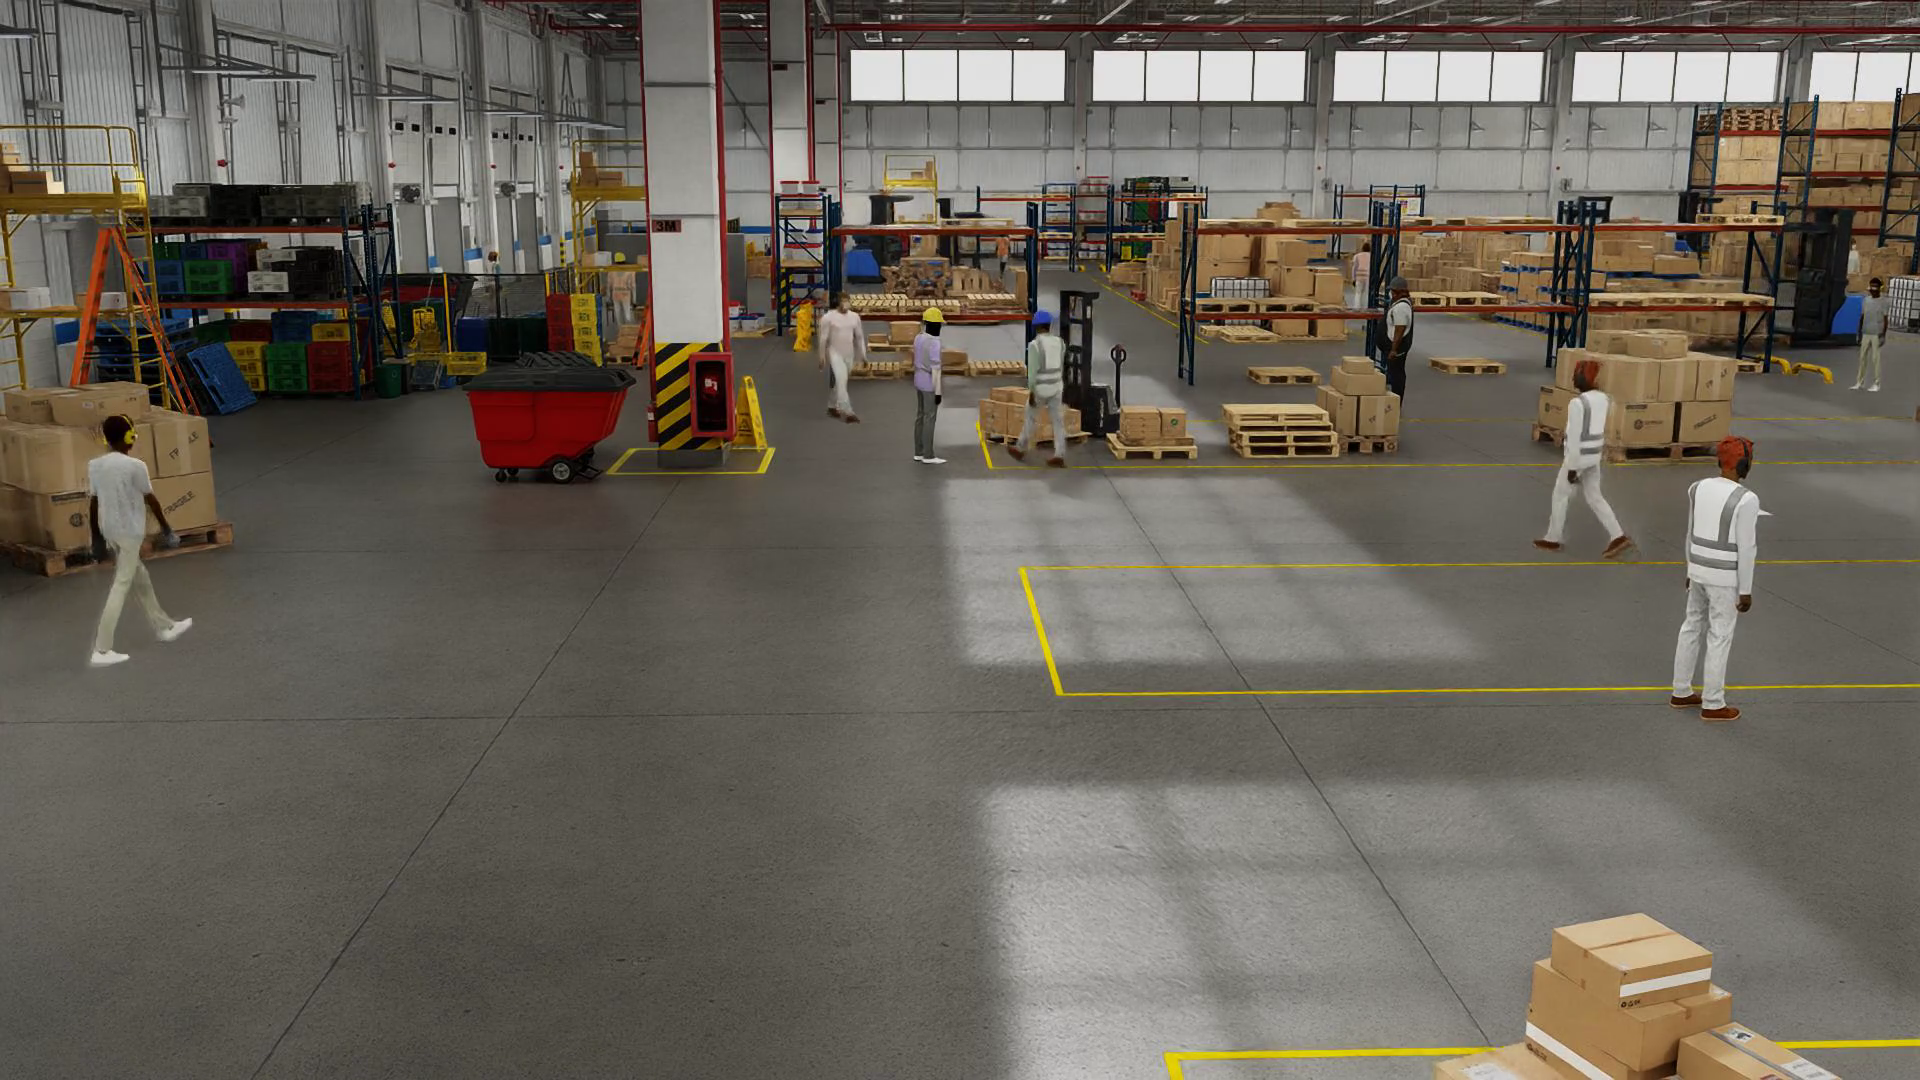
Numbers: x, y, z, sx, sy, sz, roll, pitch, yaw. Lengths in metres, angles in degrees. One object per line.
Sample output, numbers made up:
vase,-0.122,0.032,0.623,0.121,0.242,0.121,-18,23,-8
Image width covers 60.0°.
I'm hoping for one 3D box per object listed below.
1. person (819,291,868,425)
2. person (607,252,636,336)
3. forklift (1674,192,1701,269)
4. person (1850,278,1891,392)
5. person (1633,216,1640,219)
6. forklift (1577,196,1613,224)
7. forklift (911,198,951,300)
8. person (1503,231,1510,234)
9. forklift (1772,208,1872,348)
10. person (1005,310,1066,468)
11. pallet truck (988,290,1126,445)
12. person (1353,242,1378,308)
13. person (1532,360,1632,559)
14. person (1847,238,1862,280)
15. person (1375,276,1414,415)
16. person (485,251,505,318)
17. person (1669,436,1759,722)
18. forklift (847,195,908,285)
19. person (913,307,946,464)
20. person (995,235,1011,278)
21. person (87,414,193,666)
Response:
person,-1.703,-2.638,23.930,0.656,1.884,1.063,-8,15,-34
person,-7.032,-5.008,34.533,0.589,1.927,0.405,1,13,3
forklift,26.311,-11.212,60.344,1.873,2.768,1.129,0,12,-2
person,14.920,-3.357,27.215,0.325,1.860,0.507,-6,14,-27
person,25.076,-11.103,62.047,0.502,1.915,0.537,-2,13,-7
forklift,19.038,-8.940,50.086,1.129,2.768,1.873,0,12,-2
forklift,-0.446,-8.178,46.646,1.873,2.768,1.129,0,12,-2
person,17.828,-9.243,54.176,0.557,1.675,0.515,-3,13,-14
forklift,17.729,-5.357,33.907,1.873,2.768,1.129,0,12,-2
person,0.974,-1.857,20.329,0.648,1.897,0.968,-10,16,-37
pallet truck,1.257,-2.299,22.111,1.885,1.965,0.823,-9,15,-35
person,10.067,-6.465,41.284,0.640,1.841,0.428,7,14,30
person,5.830,-0.748,15.436,0.578,1.854,0.920,-9,15,-35
person,22.324,-6.591,41.691,0.650,1.899,0.924,-6,14,-24
person,6.423,-2.884,24.652,0.537,2.000,0.678,5,13,20
person,-11.457,-6.265,40.861,0.521,1.631,0.314,10,16,38
person,4.957,0.251,10.888,0.354,1.877,0.573,-4,13,-17
forklift,-2.561,-9.515,52.683,1.873,2.768,1.129,3,13,12
person,-0.365,-1.895,20.468,0.392,1.921,0.584,-6,14,-27
person,1.418,-9.609,55.848,0.541,1.681,0.706,5,13,21
person,-6.144,-0.025,12.298,0.487,1.801,1.015,5,13,22
